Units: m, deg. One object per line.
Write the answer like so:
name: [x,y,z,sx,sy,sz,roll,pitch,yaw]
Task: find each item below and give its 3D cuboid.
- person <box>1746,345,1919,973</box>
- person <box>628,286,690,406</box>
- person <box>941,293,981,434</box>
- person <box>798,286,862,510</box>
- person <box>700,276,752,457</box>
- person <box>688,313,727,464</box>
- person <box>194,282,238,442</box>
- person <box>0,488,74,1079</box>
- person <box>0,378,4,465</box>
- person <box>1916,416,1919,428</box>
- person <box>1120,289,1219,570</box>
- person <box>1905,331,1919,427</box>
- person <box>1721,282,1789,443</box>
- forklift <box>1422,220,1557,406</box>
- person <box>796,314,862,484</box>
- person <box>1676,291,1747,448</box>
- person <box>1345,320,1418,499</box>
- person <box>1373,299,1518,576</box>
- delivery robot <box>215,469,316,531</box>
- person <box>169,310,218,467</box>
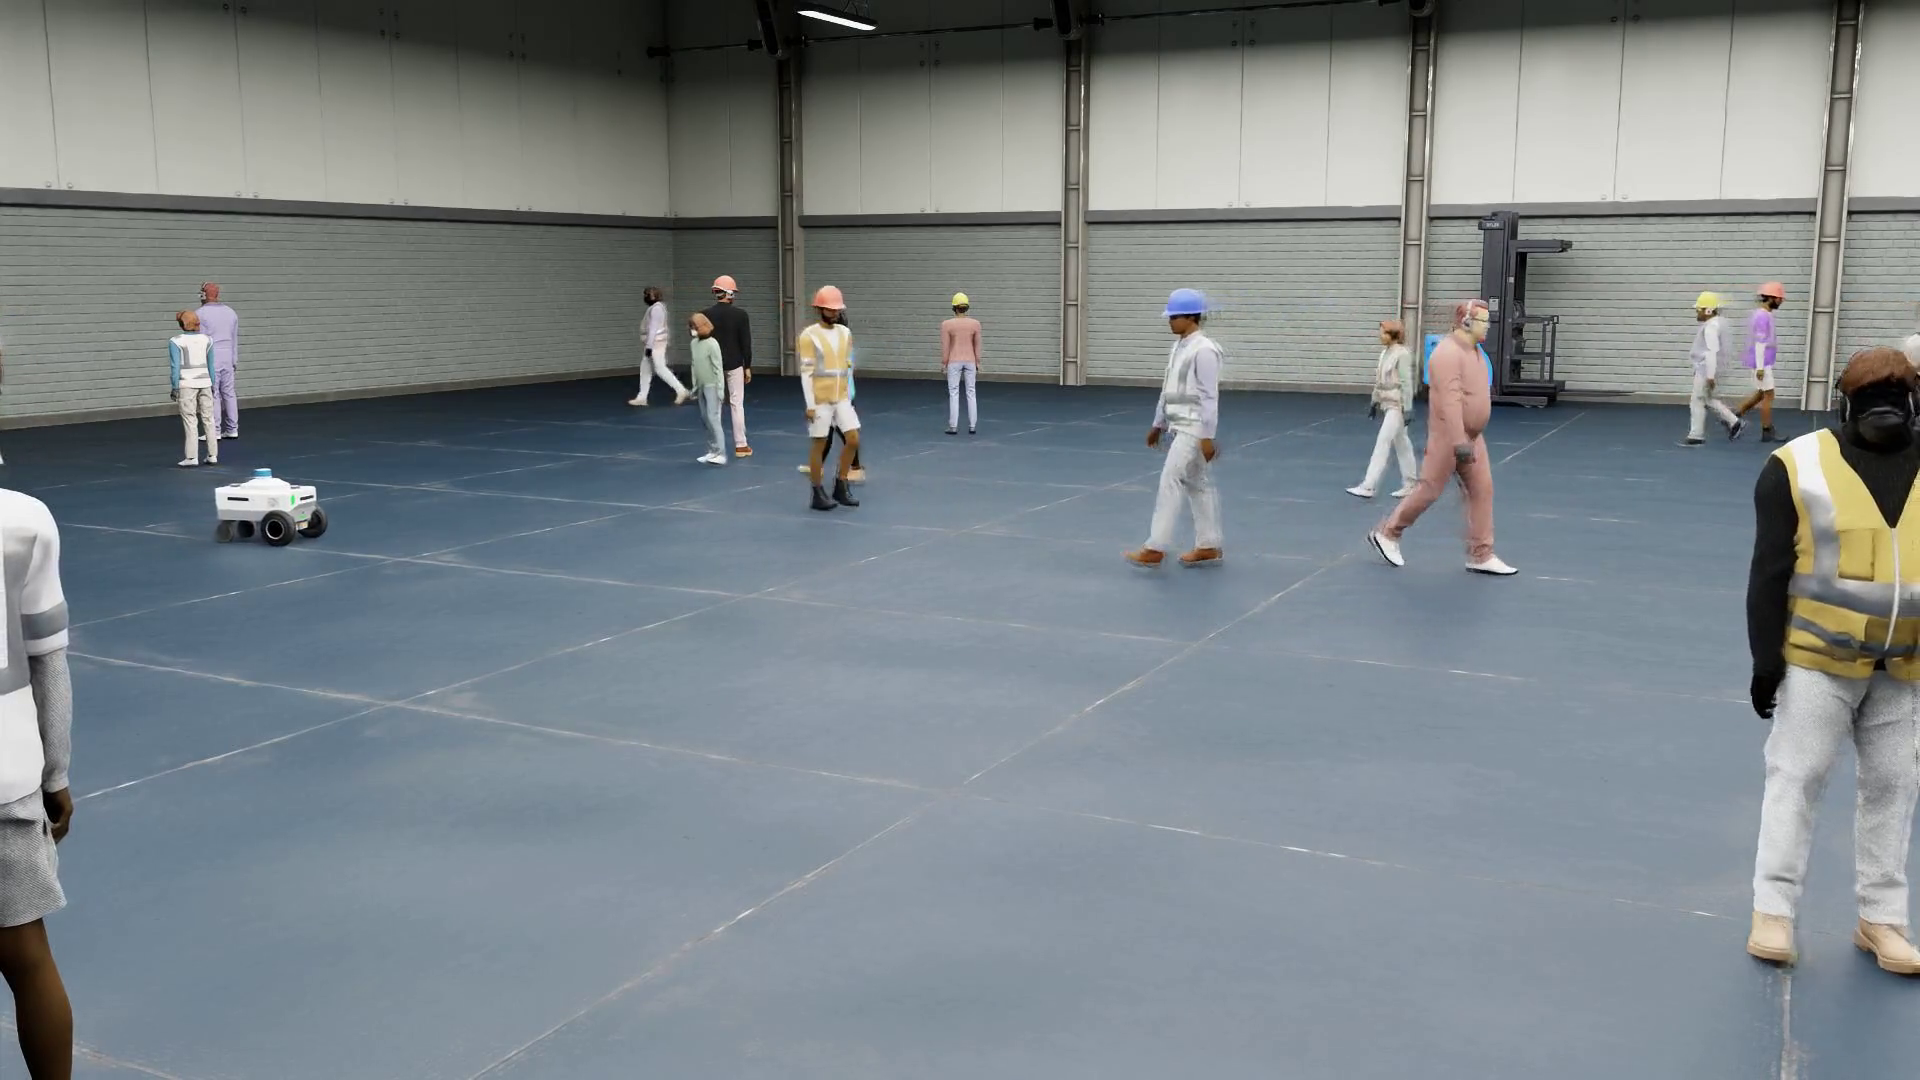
person: [2.648,0.353,4.889,0.655,1.835,0.429,2,9,10]
person: [-4.605,-2.955,25.340,0.870,1.818,0.618,-3,10,-16]
person: [0.010,-2.221,20.949,0.528,1.772,0.304,-3,10,-17]
person: [-1.090,-1.204,14.214,0.589,1.914,0.587,-8,12,-41]
person: [-2.595,-1.922,18.428,0.612,1.990,0.392,2,9,11]
person: [-2.670,-1.612,17.704,0.388,1.613,0.597,-7,12,-37]
person: [-9.032,-2.156,20.126,0.409,1.906,0.651,3,10,20]
person: [-2.176,0.519,3.537,0.357,1.938,0.542,8,12,40]
person: [-10.282,-1.648,17.306,1.008,1.824,0.533,6,11,33]
person: [6.517,-0.627,10.824,0.606,1.870,0.822,3,10,16]
person: [1.435,-0.753,11.439,0.853,1.917,0.622,-1,9,-7]
person: [8.226,-1.166,14.299,0.510,1.826,0.707,-4,10,-22]
person: [9.624,-2.144,20.036,0.719,1.913,0.566,5,10,27]
forklift: [8.245,-3.527,25.720,1.873,2.768,1.129,5,10,27]
person: [-1.296,-1.378,16.040,0.808,1.658,0.556,3,10,16]
person: [8.756,-1.973,19.288,0.638,1.809,0.590,6,11,34]
person: [3.812,-1.166,14.950,0.805,1.599,0.545,-1,9,-4]
person: [3.338,-0.716,11.389,0.958,1.866,0.643,8,12,41]
delivery robot: [-5.298,-0.302,12.690,0.707,0.478,0.477,2,9,12]
person: [-8.055,-1.595,17.485,0.305,1.640,0.522,5,11,29]
